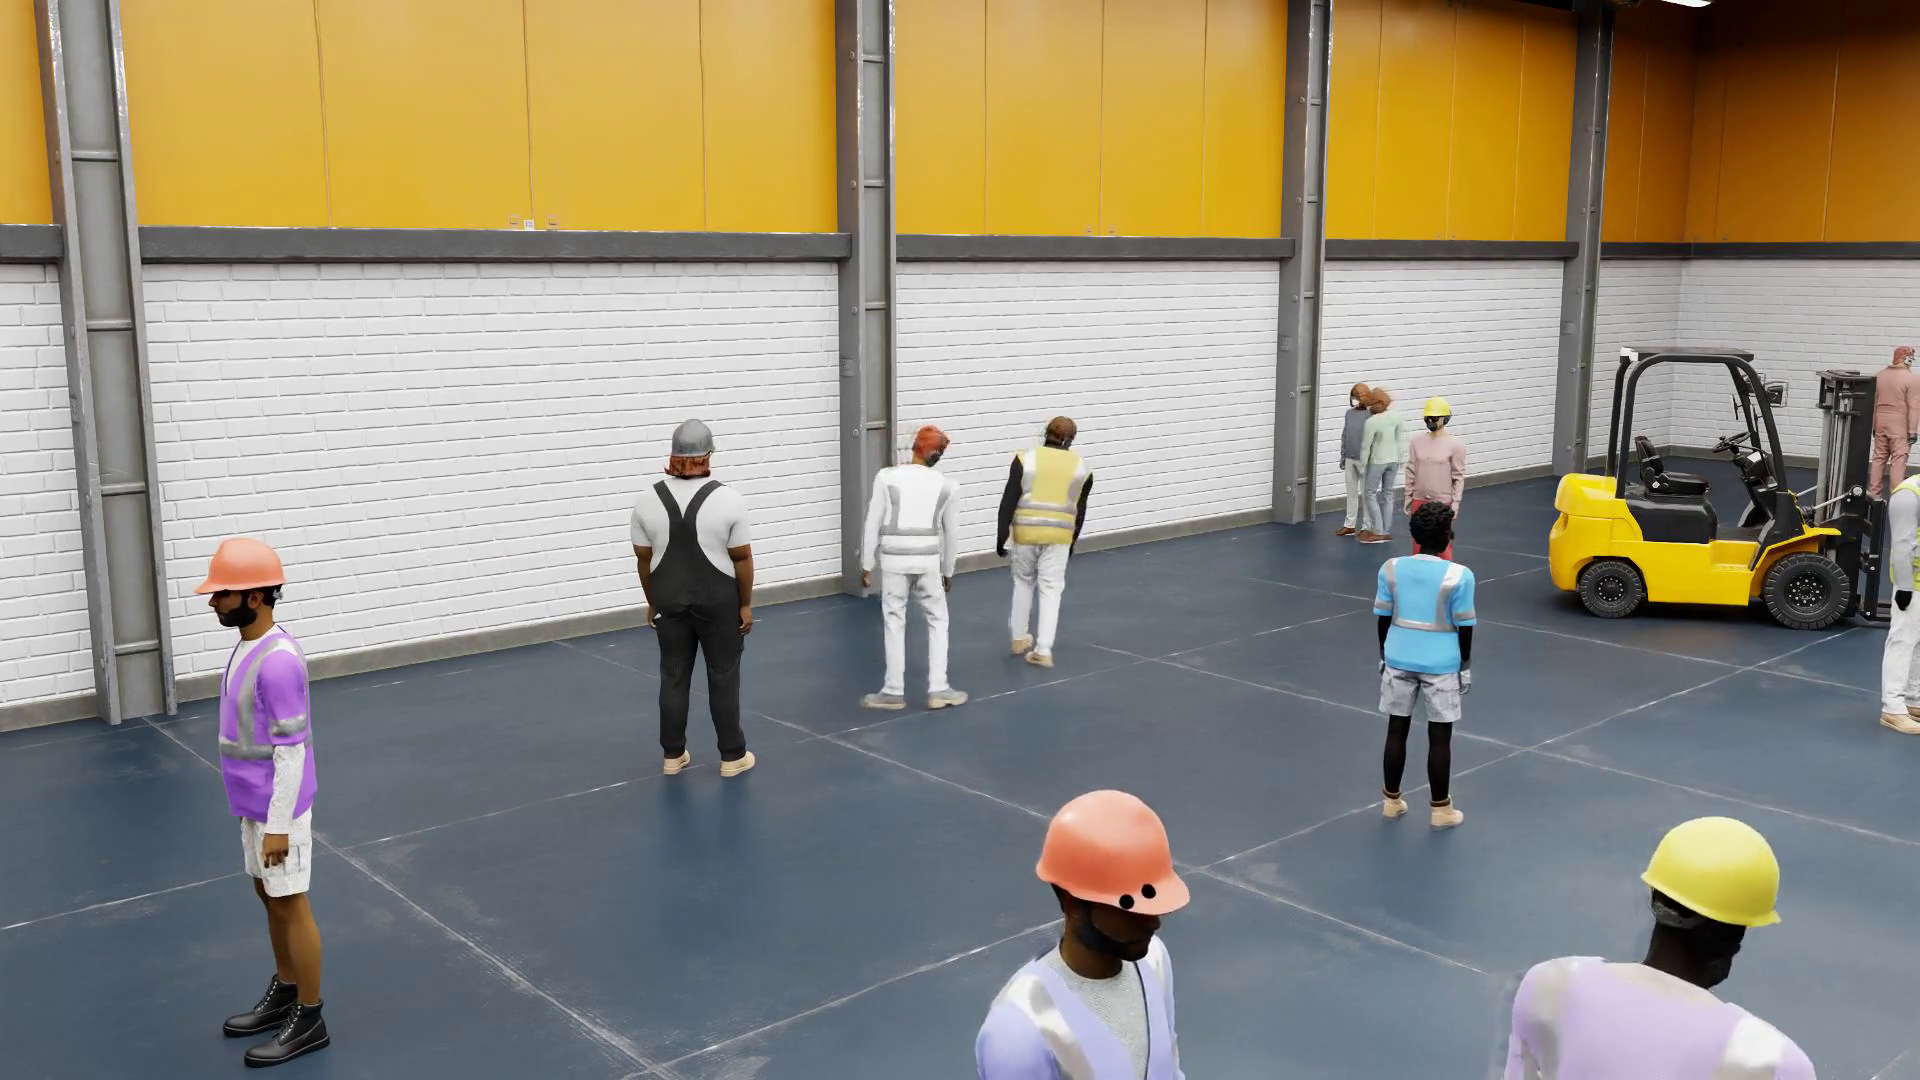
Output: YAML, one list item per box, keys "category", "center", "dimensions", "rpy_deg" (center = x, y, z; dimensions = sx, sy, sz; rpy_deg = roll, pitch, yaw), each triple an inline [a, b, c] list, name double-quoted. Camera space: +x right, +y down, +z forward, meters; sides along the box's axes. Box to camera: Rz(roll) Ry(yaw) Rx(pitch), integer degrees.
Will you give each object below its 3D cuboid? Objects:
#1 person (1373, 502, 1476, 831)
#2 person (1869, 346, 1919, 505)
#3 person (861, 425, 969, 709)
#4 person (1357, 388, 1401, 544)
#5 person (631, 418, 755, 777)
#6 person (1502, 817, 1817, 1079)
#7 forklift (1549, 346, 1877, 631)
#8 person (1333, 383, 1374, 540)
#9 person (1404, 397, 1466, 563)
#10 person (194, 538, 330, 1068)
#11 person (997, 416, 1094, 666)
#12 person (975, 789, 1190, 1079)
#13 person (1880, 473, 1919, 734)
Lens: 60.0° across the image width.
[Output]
- category: "person"
  center: [2.391, 0.643, 8.580]
  dimensions: [0.537, 1.696, 0.321]
  rpy_deg: [8, 12, 38]
- category: "person"
  center: [10.960, -1.317, 19.468]
  dimensions: [0.399, 1.901, 0.642]
  rpy_deg: [-3, 10, -17]
- category: "person"
  center: [-0.300, 0.189, 10.791]
  dimensions: [0.684, 1.858, 0.359]
  rpy_deg: [-2, 10, -13]
- category: "person"
  center: [4.309, -0.758, 17.052]
  dimensions: [0.598, 1.613, 0.338]
  rpy_deg: [-6, 12, -32]
- category: "person"
  center: [-1.476, 0.324, 9.444]
  dimensions: [0.683, 2.000, 0.538]
  rpy_deg: [2, 10, 9]
- category: "person"
  center: [1.302, 1.477, 3.279]
  dimensions: [0.965, 1.874, 0.596]
  rpy_deg: [-8, 12, -38]
- category: "forklift"
  center: [6.109, -0.478, 13.691]
  dimensions: [2.313, 2.155, 1.214]
  rpy_deg: [3, 10, 16]
- category: "person"
  center: [4.161, -0.825, 17.367]
  dimensions: [0.289, 1.632, 0.497]
  rpy_deg: [-6, 11, -31]
- category: "person"
  center: [3.996, -0.328, 14.064]
  dimensions: [0.525, 1.769, 0.311]
  rpy_deg: [9, 13, 42]
- category: "person"
  center: [-2.551, 0.948, 6.093]
  dimensions: [0.354, 1.939, 0.544]
  rpy_deg: [-7, 12, -35]
- category: "person"
  center: [0.616, -0.007, 12.143]
  dimensions: [0.700, 1.792, 0.717]
  rpy_deg: [0, 10, -1]
- category: "person"
  center: [0.291, 1.426, 3.308]
  dimensions: [0.392, 1.935, 0.549]
  rpy_deg: [7, 12, 36]
- category: "person"
  center: [6.021, 0.274, 10.336]
  dimensions: [0.619, 1.839, 0.430]
  rpy_deg: [-6, 11, -29]
